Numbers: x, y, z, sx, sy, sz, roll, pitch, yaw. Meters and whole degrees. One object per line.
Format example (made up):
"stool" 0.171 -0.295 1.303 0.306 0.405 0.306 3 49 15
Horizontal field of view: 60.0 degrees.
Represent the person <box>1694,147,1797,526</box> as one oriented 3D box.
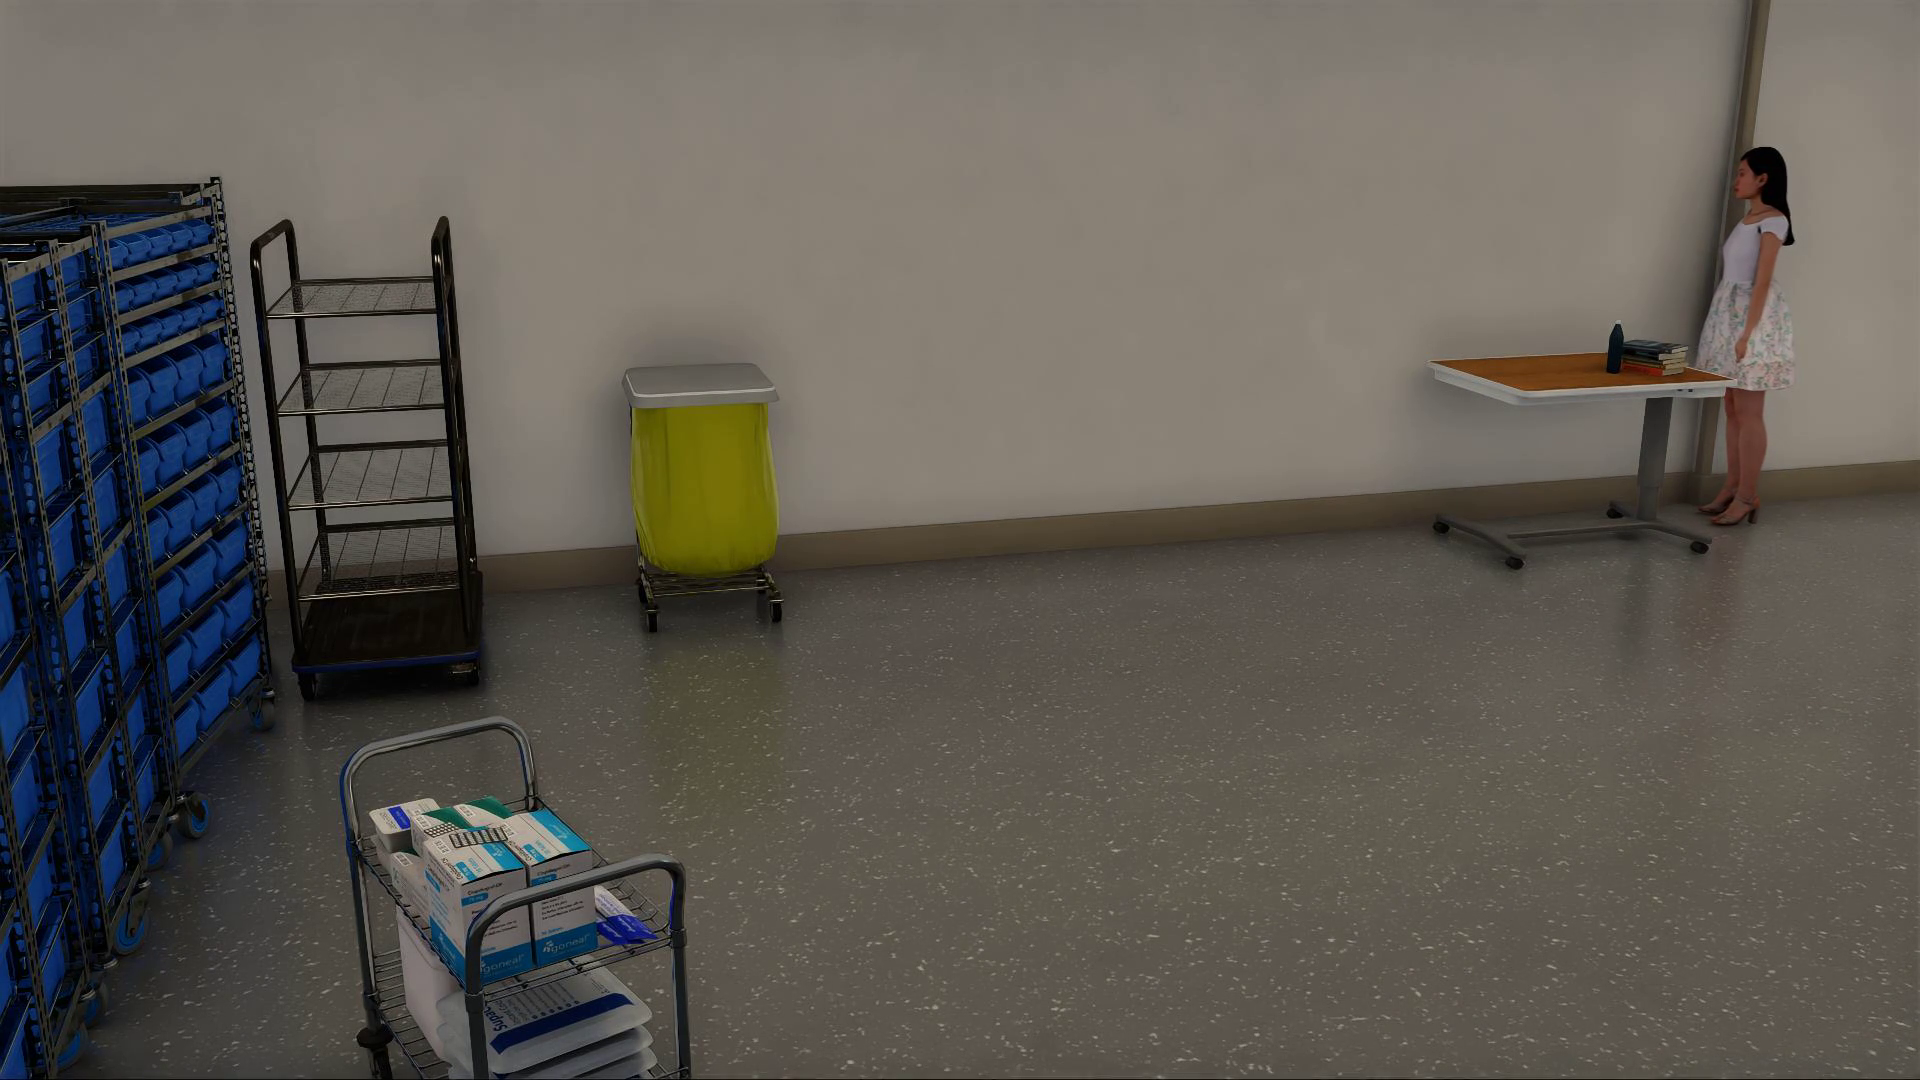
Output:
"person" 3.736 -0.959 7.906 0.764 1.773 0.751 2 16 8
